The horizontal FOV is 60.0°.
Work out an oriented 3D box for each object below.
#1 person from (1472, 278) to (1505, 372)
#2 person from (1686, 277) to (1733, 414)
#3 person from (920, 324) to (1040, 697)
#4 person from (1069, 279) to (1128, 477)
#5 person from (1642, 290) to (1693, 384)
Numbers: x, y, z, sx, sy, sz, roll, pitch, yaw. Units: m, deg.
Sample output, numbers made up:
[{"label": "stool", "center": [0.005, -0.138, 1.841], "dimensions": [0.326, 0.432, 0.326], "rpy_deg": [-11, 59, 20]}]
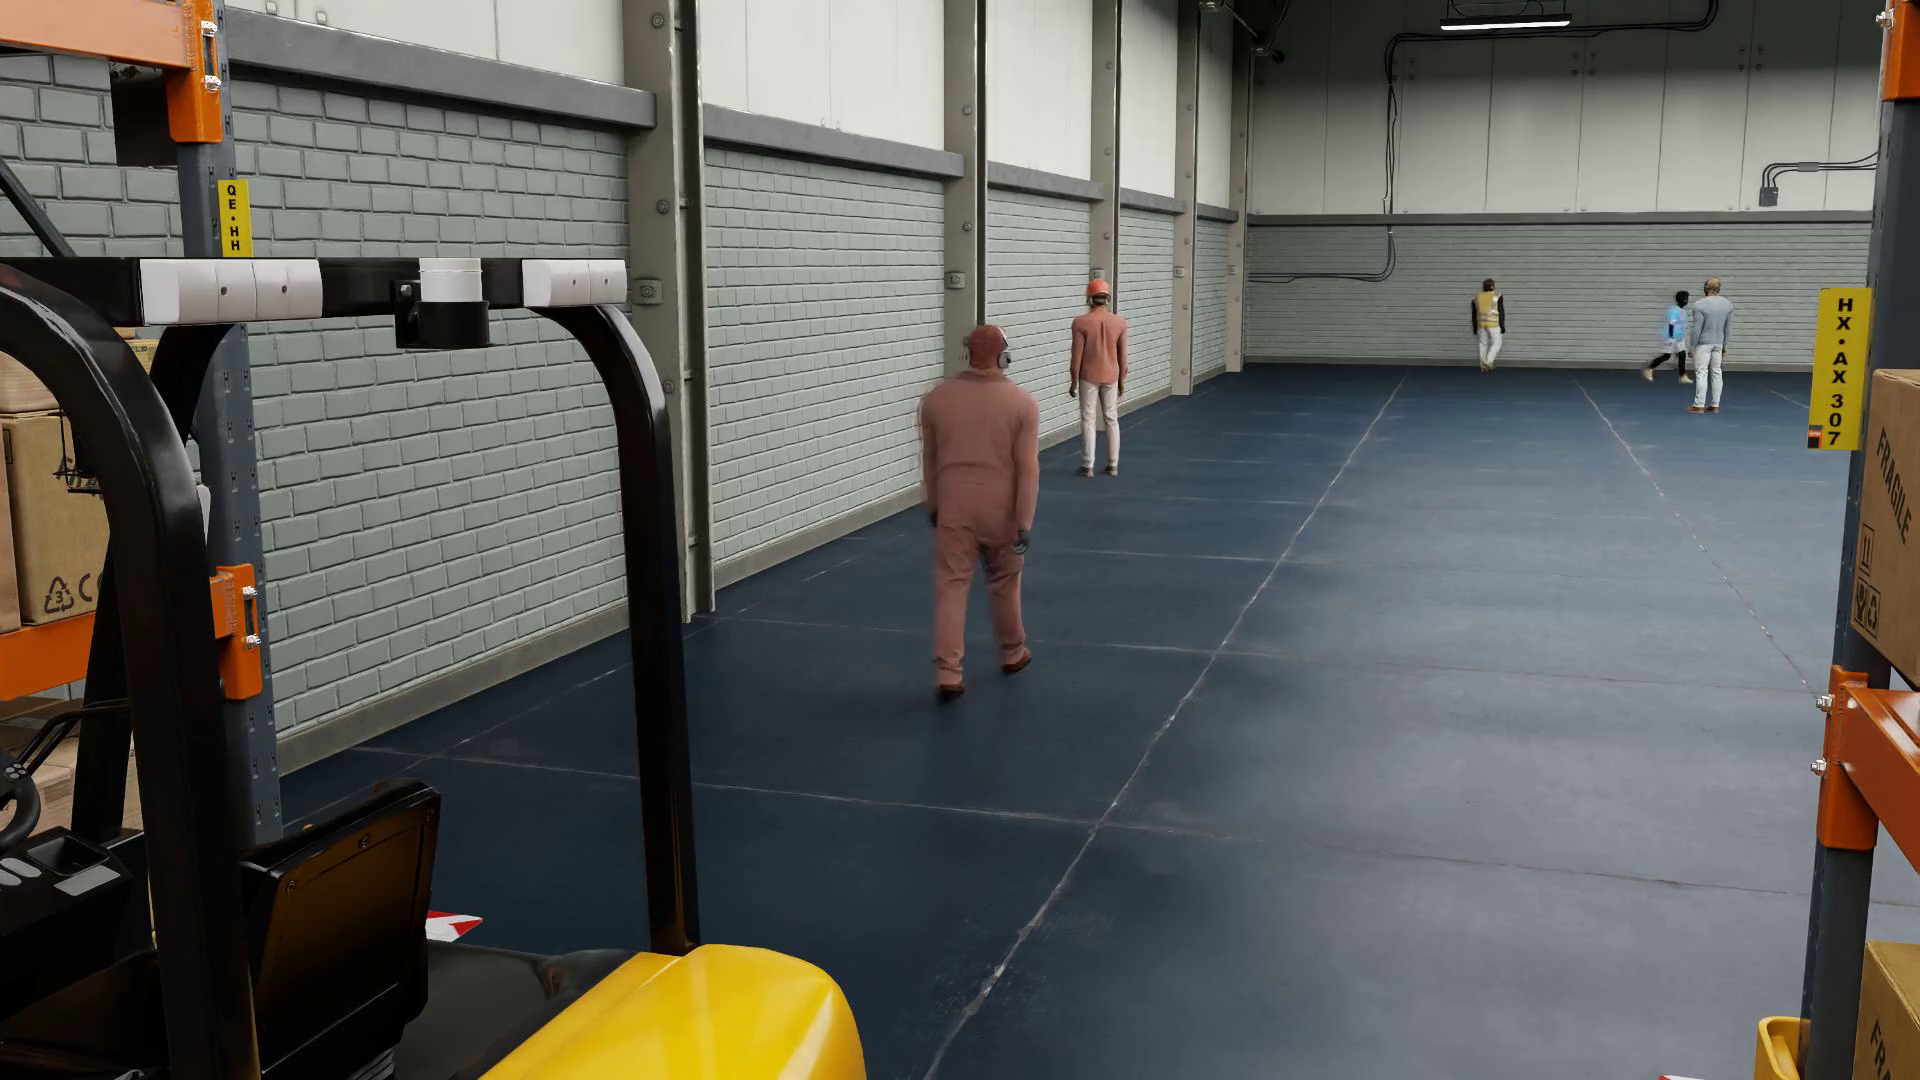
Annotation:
[{"label": "person", "center": [10.323, -4.185, 32.479], "dimensions": [0.678, 1.830, 0.499], "rpy_deg": [9, 13, 42]}, {"label": "person", "center": [10.682, -2.769, 23.733], "dimensions": [0.635, 1.937, 0.361], "rpy_deg": [-2, 10, -14]}, {"label": "person", "center": [0.102, -0.161, 8.454], "dimensions": [0.654, 1.853, 0.996], "rpy_deg": [3, 10, 17]}, {"label": "person", "center": [1.390, -1.636, 16.823], "dimensions": [0.622, 1.990, 0.402], "rpy_deg": [-3, 10, -19]}, {"label": "person", "center": [12.646, -3.612, 29.594], "dimensions": [0.564, 1.657, 0.794], "rpy_deg": [-9, 13, -44]}]
